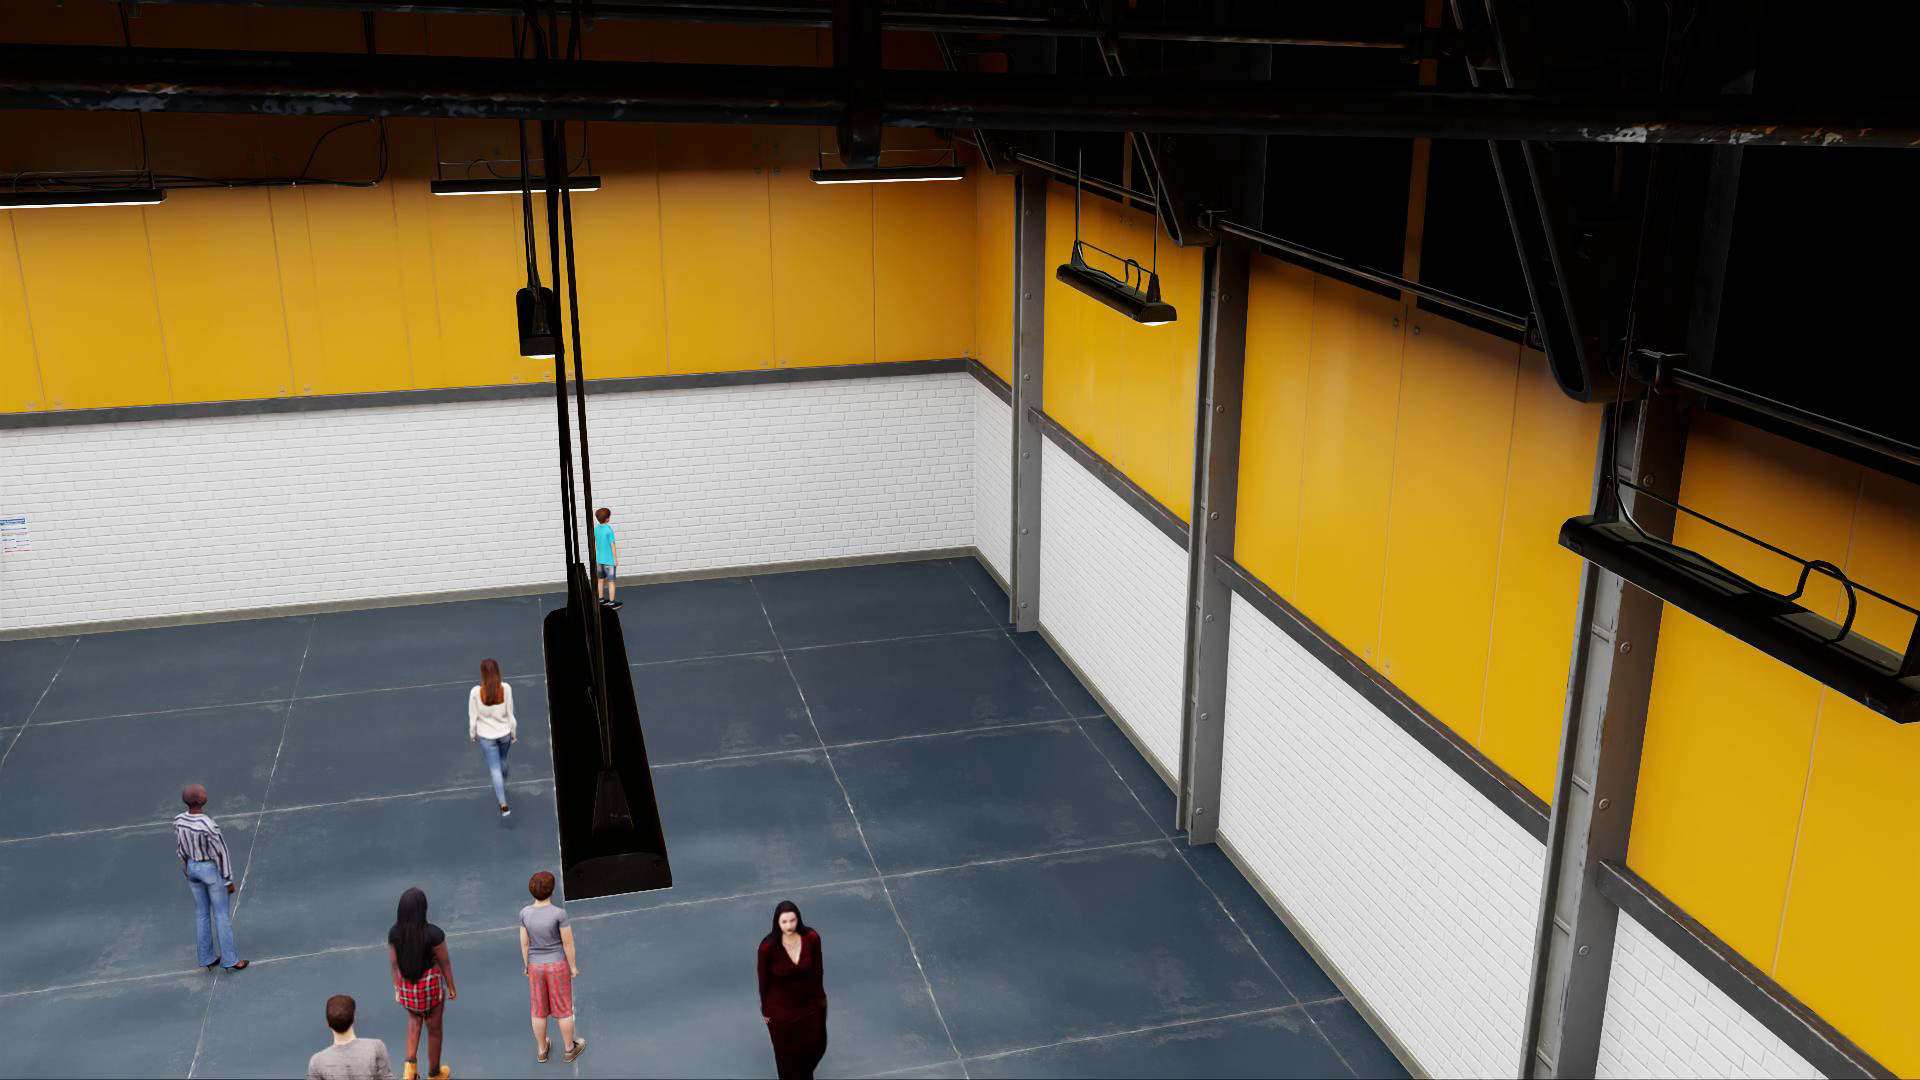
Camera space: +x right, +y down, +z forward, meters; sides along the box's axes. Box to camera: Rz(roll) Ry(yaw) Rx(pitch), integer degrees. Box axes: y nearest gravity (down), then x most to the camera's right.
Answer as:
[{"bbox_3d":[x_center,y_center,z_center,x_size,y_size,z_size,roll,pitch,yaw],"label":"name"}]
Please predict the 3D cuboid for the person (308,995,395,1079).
[{"bbox_3d":[-4.029,3.988,11.171,0.815,1.882,0.905,-9,21,-26],"label":"person"}]

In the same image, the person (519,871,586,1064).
[{"bbox_3d":[-3.282,3.406,13.262,0.645,1.651,0.626,1,19,3],"label":"person"}]

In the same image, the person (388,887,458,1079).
[{"bbox_3d":[-4.178,3.526,12.811,0.732,1.711,0.809,3,19,8],"label":"person"}]

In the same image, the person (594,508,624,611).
[{"bbox_3d":[-4.889,0.246,22.959,0.575,1.450,0.650,13,23,35],"label":"person"}]

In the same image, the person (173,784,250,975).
[{"bbox_3d":[-6.528,2.937,14.428,0.699,1.796,0.710,6,20,17],"label":"person"}]

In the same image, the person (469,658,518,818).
[{"bbox_3d":[-4.792,2.074,17.217,0.715,1.651,1.191,-8,20,-21],"label":"person"}]

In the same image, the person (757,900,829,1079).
[{"bbox_3d":[-1.311,3.507,12.810,0.705,1.749,0.719,-7,20,-19],"label":"person"}]
